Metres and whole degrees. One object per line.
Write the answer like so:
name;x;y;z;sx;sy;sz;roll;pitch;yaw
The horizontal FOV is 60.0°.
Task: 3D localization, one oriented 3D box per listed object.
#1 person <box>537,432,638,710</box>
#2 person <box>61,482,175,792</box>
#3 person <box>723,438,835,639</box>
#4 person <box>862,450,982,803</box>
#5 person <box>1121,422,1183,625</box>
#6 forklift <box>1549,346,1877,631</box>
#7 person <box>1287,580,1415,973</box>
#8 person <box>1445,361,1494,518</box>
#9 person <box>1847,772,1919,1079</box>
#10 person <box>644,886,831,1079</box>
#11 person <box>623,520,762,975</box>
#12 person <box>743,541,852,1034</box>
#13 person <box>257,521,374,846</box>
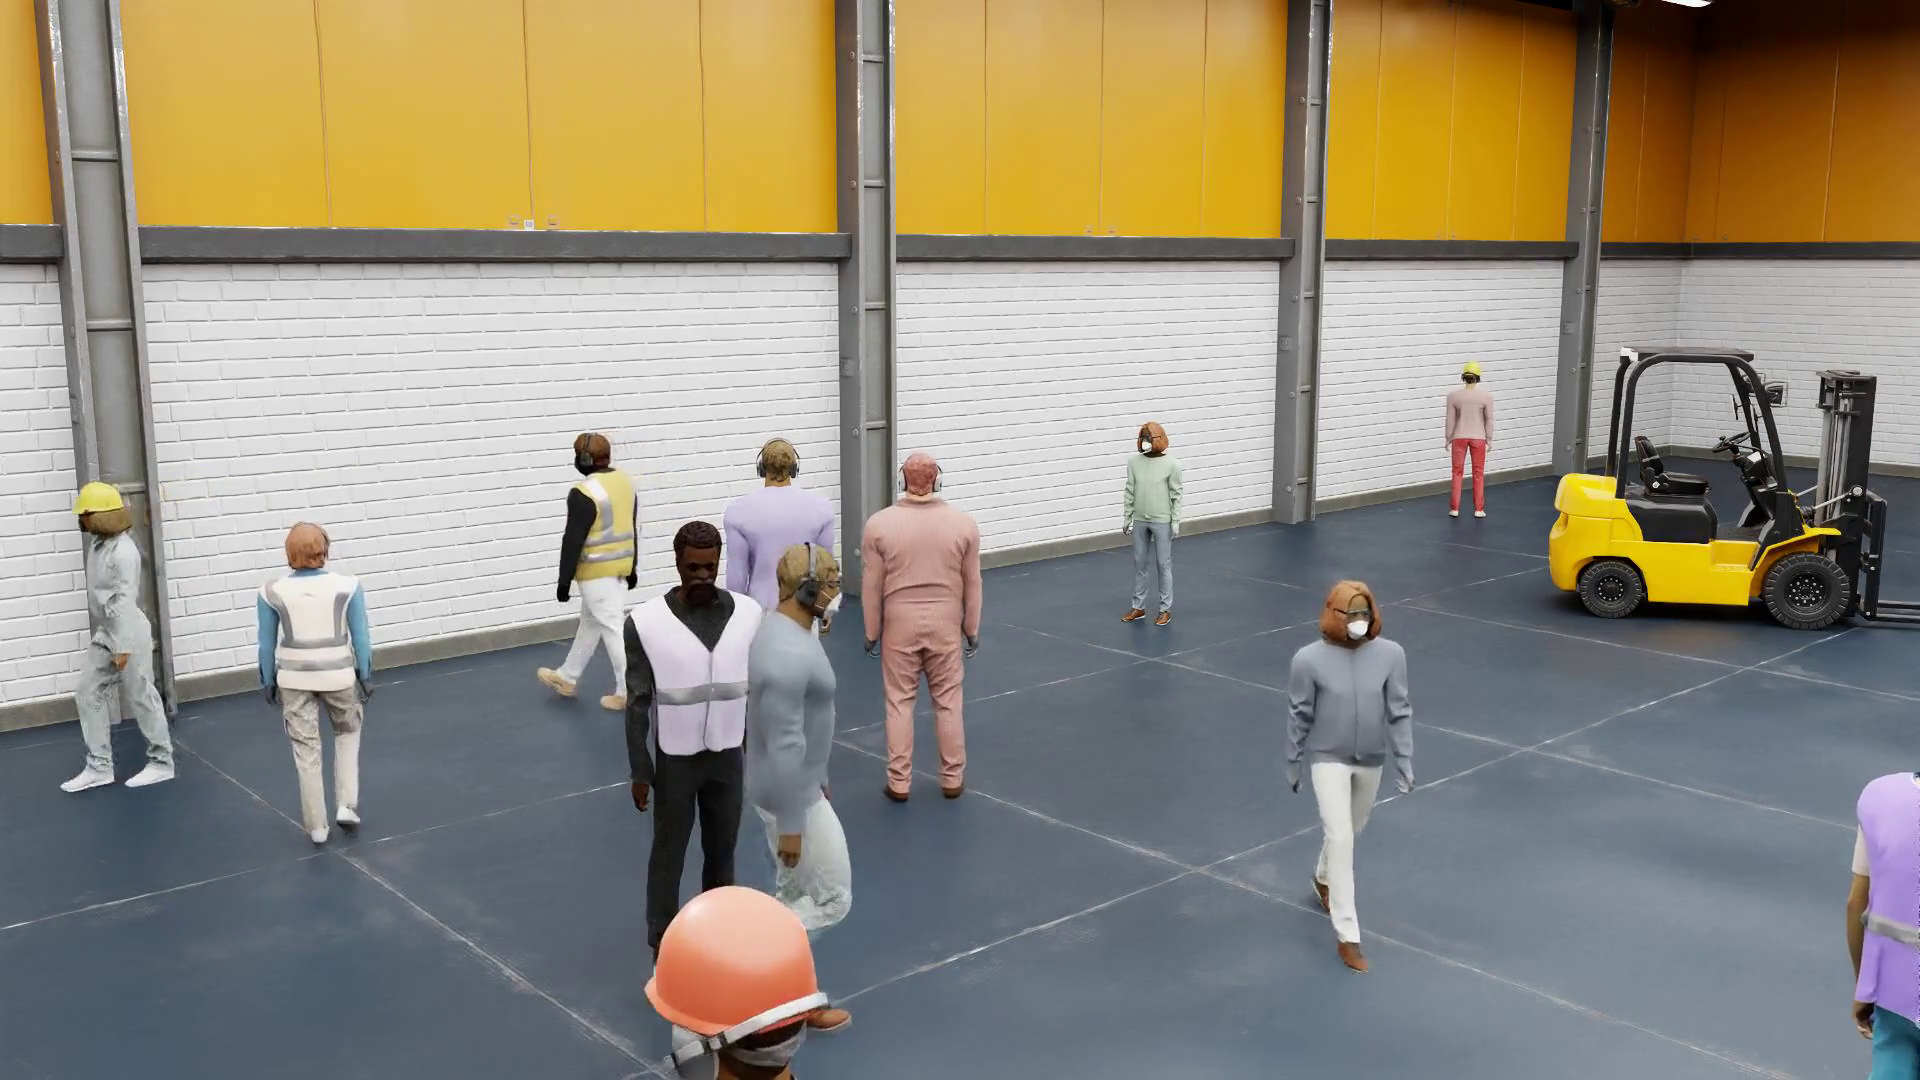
person;-2.461;0.203;10.832;0.901;1.802;0.654;3;10;17
person;-4.676;0.541;9.081;0.516;1.713;0.692;9;13;43
person;-1.007;0.391;9.349;0.630;1.940;0.372;-3;10;-17
person;-0.207;0.467;9.000;0.651;1.906;0.403;-1;10;-8
person;1.534;-0.135;13.321;0.508;1.632;0.264;7;12;34
forklift;6.109;-0.478;13.691;2.313;2.155;1.214;3;10;16
person;1.661;0.943;7.153;0.506;1.601;0.825;-2;10;-10
person;5.727;-1.124;18.719;0.523;1.769;0.319;4;10;20
person;2.614;1.278;4.438;0.391;1.841;0.564;-4;11;-23
person;-0.325;1.510;2.637;0.622;1.991;0.392;-9;13;-43
person;-1.056;0.861;6.665;0.597;1.915;0.369;-7;12;-34
person;-0.629;0.950;6.131;0.486;1.916;0.644;-2;10;-10
person;-3.231;0.711;8.362;0.538;1.623;0.433;-3;10;-18
